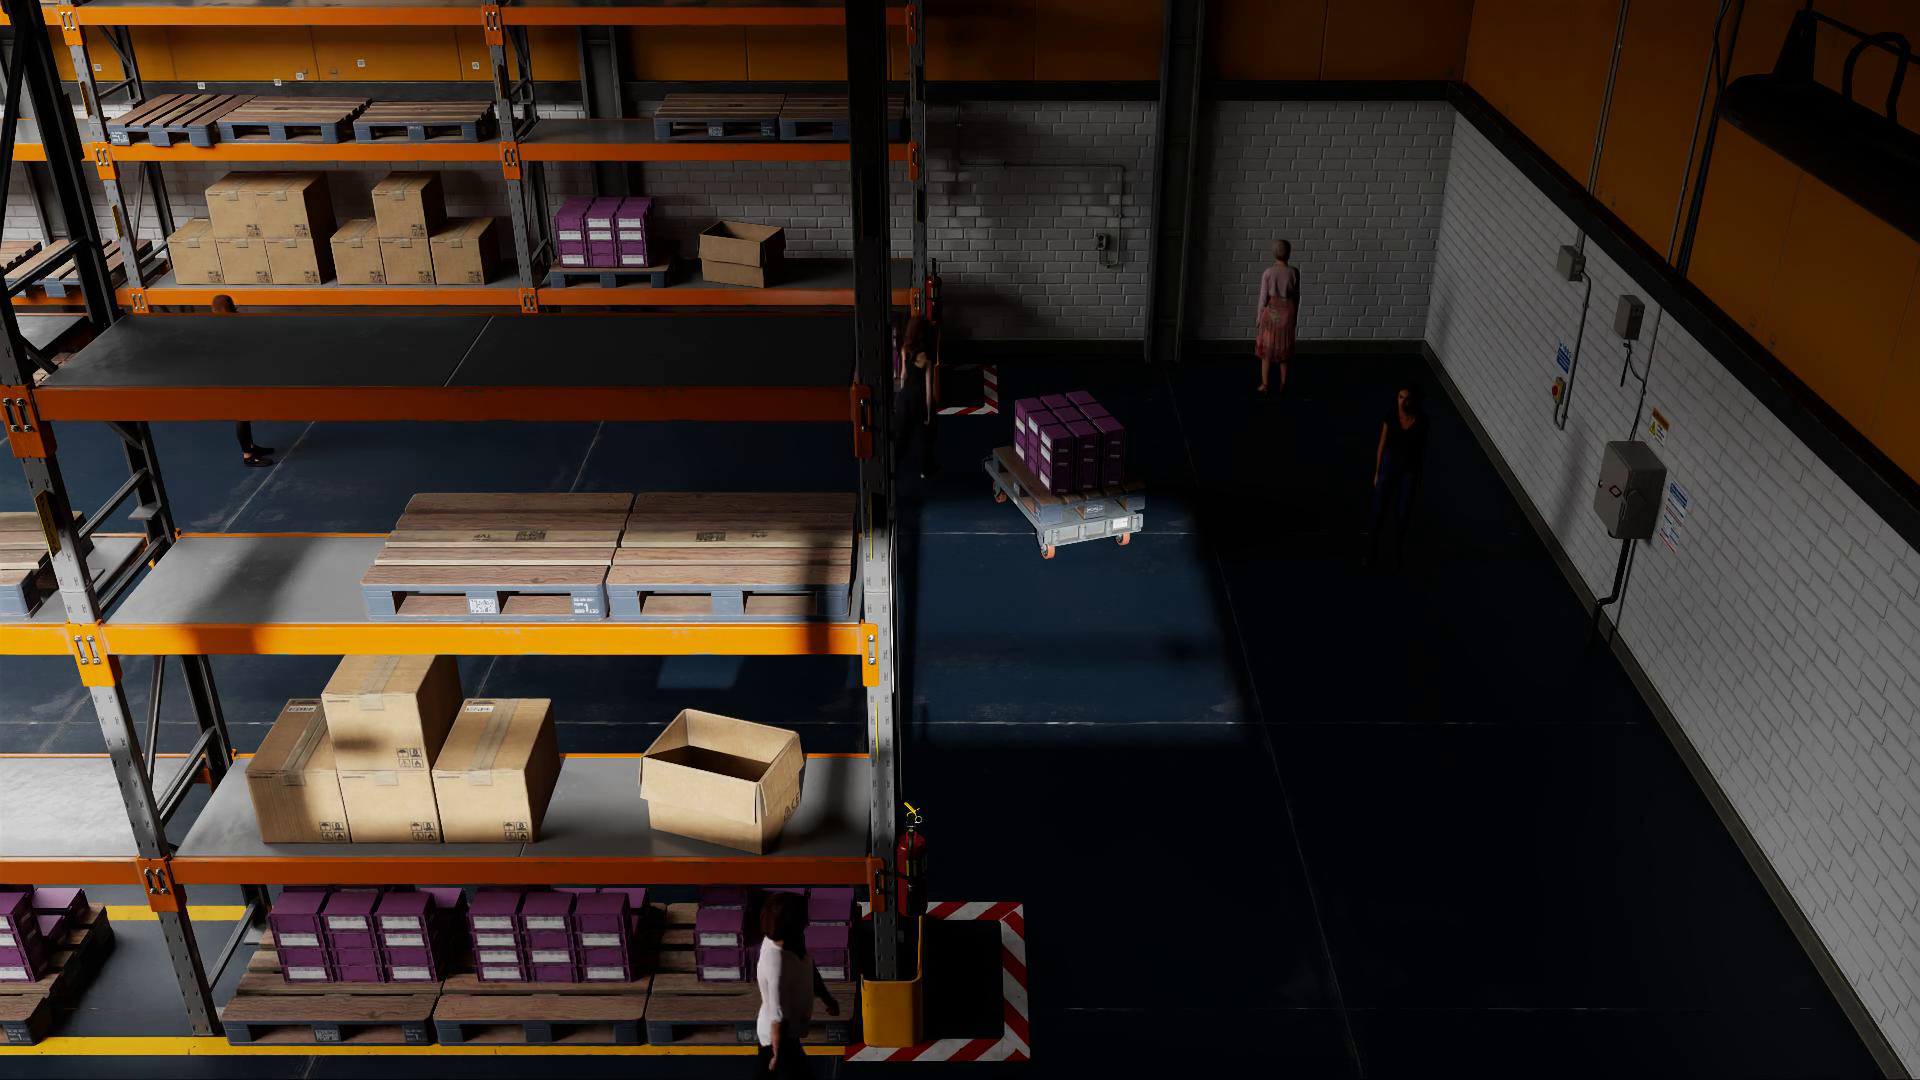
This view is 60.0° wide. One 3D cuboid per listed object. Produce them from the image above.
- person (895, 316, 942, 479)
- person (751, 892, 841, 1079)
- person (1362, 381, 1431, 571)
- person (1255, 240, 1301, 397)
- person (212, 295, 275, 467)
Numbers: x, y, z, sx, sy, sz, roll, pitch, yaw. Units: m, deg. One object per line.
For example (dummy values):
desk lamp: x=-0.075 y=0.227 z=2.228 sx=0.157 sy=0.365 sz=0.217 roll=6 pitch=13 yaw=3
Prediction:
person: x=-0.471 y=-1.231 z=15.484 sx=1.142 sy=1.709 sz=1.075 roll=17 pitch=33 yaw=28
person: x=-1.002 y=2.538 z=8.525 sx=1.021 sy=1.755 sz=0.639 roll=-2 pitch=29 yaw=-3
person: x=3.754 y=-0.571 z=14.243 sx=0.557 sy=1.737 sz=0.682 roll=8 pitch=30 yaw=14
person: x=3.353 y=-2.334 z=17.525 sx=0.503 sy=1.690 sz=0.635 roll=0 pitch=29 yaw=-1
person: x=-6.979 y=-1.550 z=16.065 sx=0.613 sy=1.713 sz=0.653 roll=-8 pitch=30 yaw=-14
